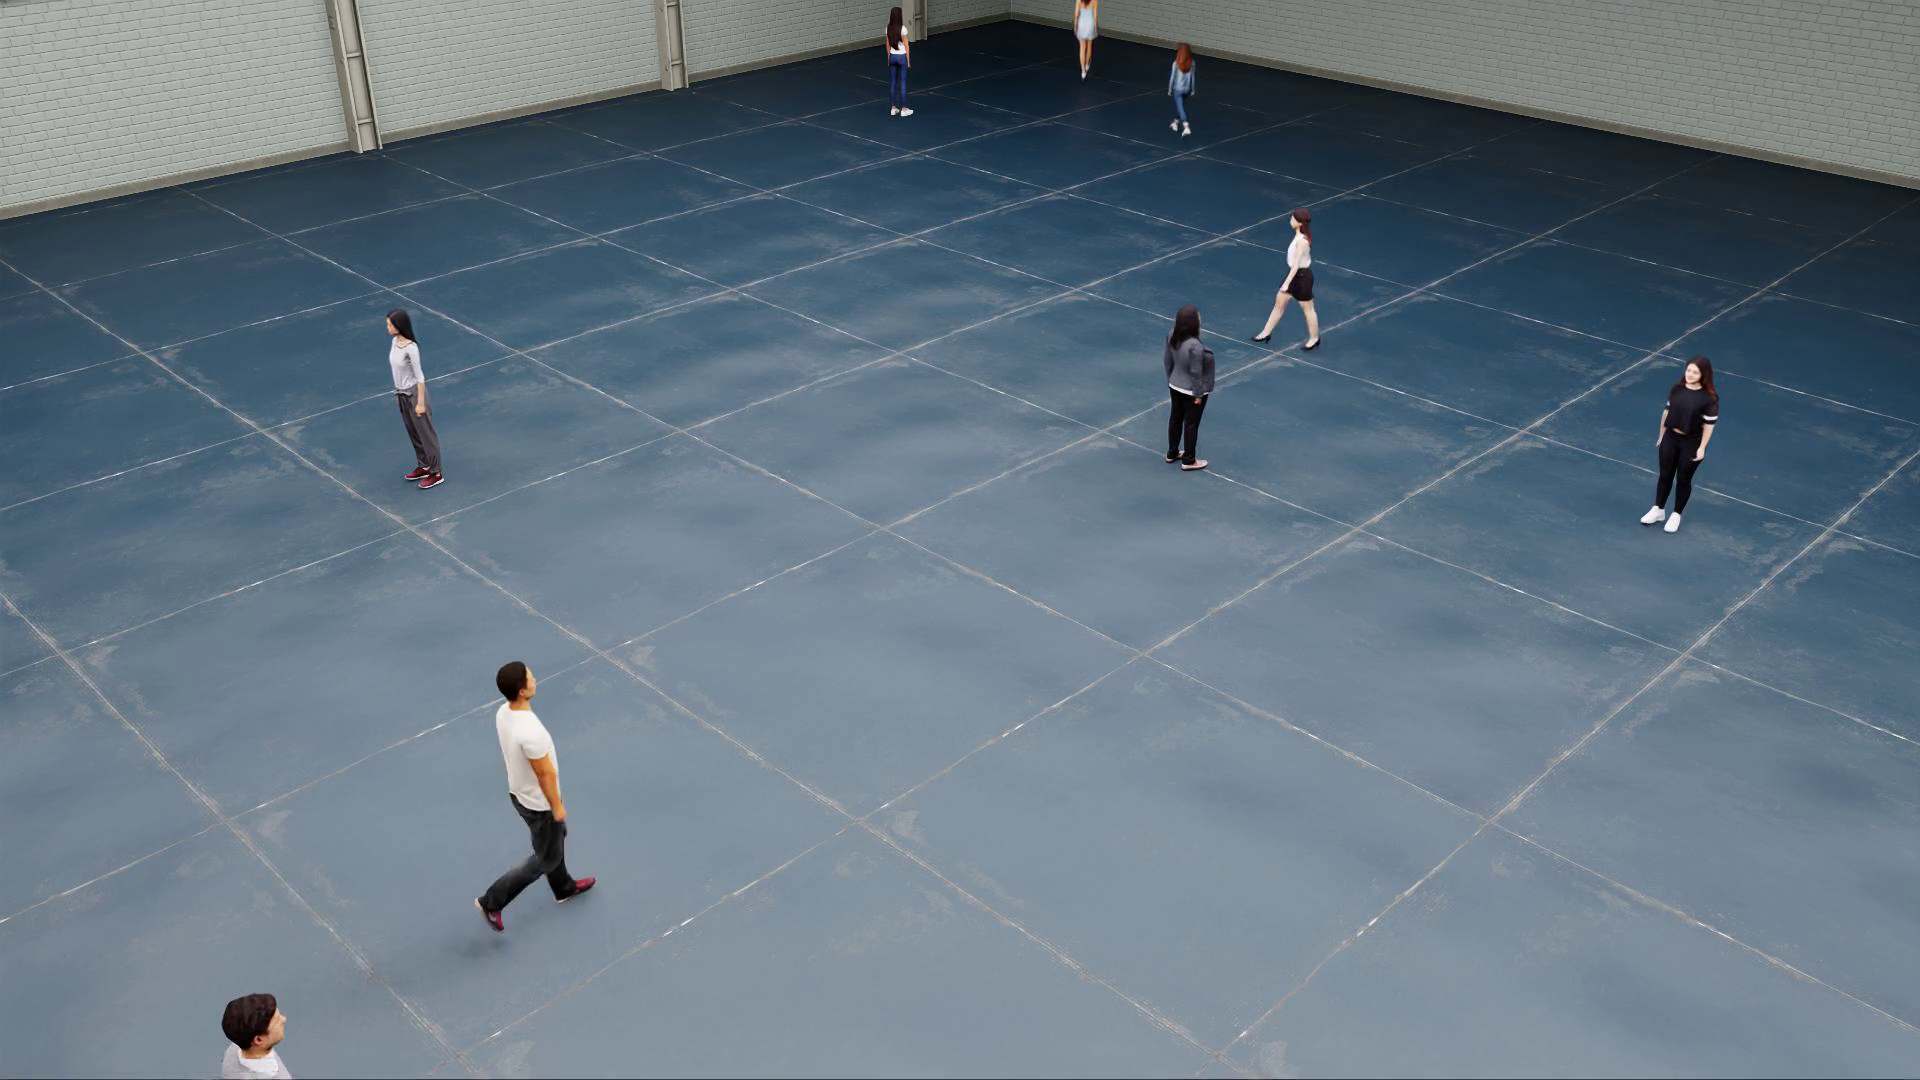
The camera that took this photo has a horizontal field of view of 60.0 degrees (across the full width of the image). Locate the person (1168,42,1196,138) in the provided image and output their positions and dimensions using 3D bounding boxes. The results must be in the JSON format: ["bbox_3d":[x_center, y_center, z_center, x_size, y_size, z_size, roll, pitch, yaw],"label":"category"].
[{"bbox_3d":[3.584,-7.186,26.652,1.008,1.451,0.872,-12,30,-21],"label":"person"}]

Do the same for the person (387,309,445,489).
[{"bbox_3d":[-5.034,-1.319,15.332,0.524,1.735,0.601,-24,36,-38],"label":"person"}]

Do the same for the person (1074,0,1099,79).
[{"bbox_3d":[2.286,-9.276,30.337,1.051,1.676,1.198,3,28,6],"label":"person"}]

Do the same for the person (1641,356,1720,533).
[{"bbox_3d":[6.339,-0.859,14.570,0.592,1.639,0.617,-22,35,-35],"label":"person"}]

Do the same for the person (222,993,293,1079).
[{"bbox_3d":[-3.138,2.851,7.363,1.298,1.867,0.870,-19,33,-31],"label":"person"}]

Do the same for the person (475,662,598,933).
[{"bbox_3d":[-2.600,1.551,9.890,1.081,1.785,0.790,-18,33,-30],"label":"person"}]

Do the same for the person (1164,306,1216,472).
[{"bbox_3d":[2.152,-1.447,15.719,0.740,1.597,0.741,-15,32,-26],"label":"person"}]

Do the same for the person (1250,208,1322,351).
[{"bbox_3d":[3.826,-2.824,18.289,1.046,1.612,0.975,-1,28,-2],"label":"person"}]

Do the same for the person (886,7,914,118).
[{"bbox_3d":[-1.034,-8.019,27.871,0.638,1.775,0.600,15,32,26],"label":"person"}]
